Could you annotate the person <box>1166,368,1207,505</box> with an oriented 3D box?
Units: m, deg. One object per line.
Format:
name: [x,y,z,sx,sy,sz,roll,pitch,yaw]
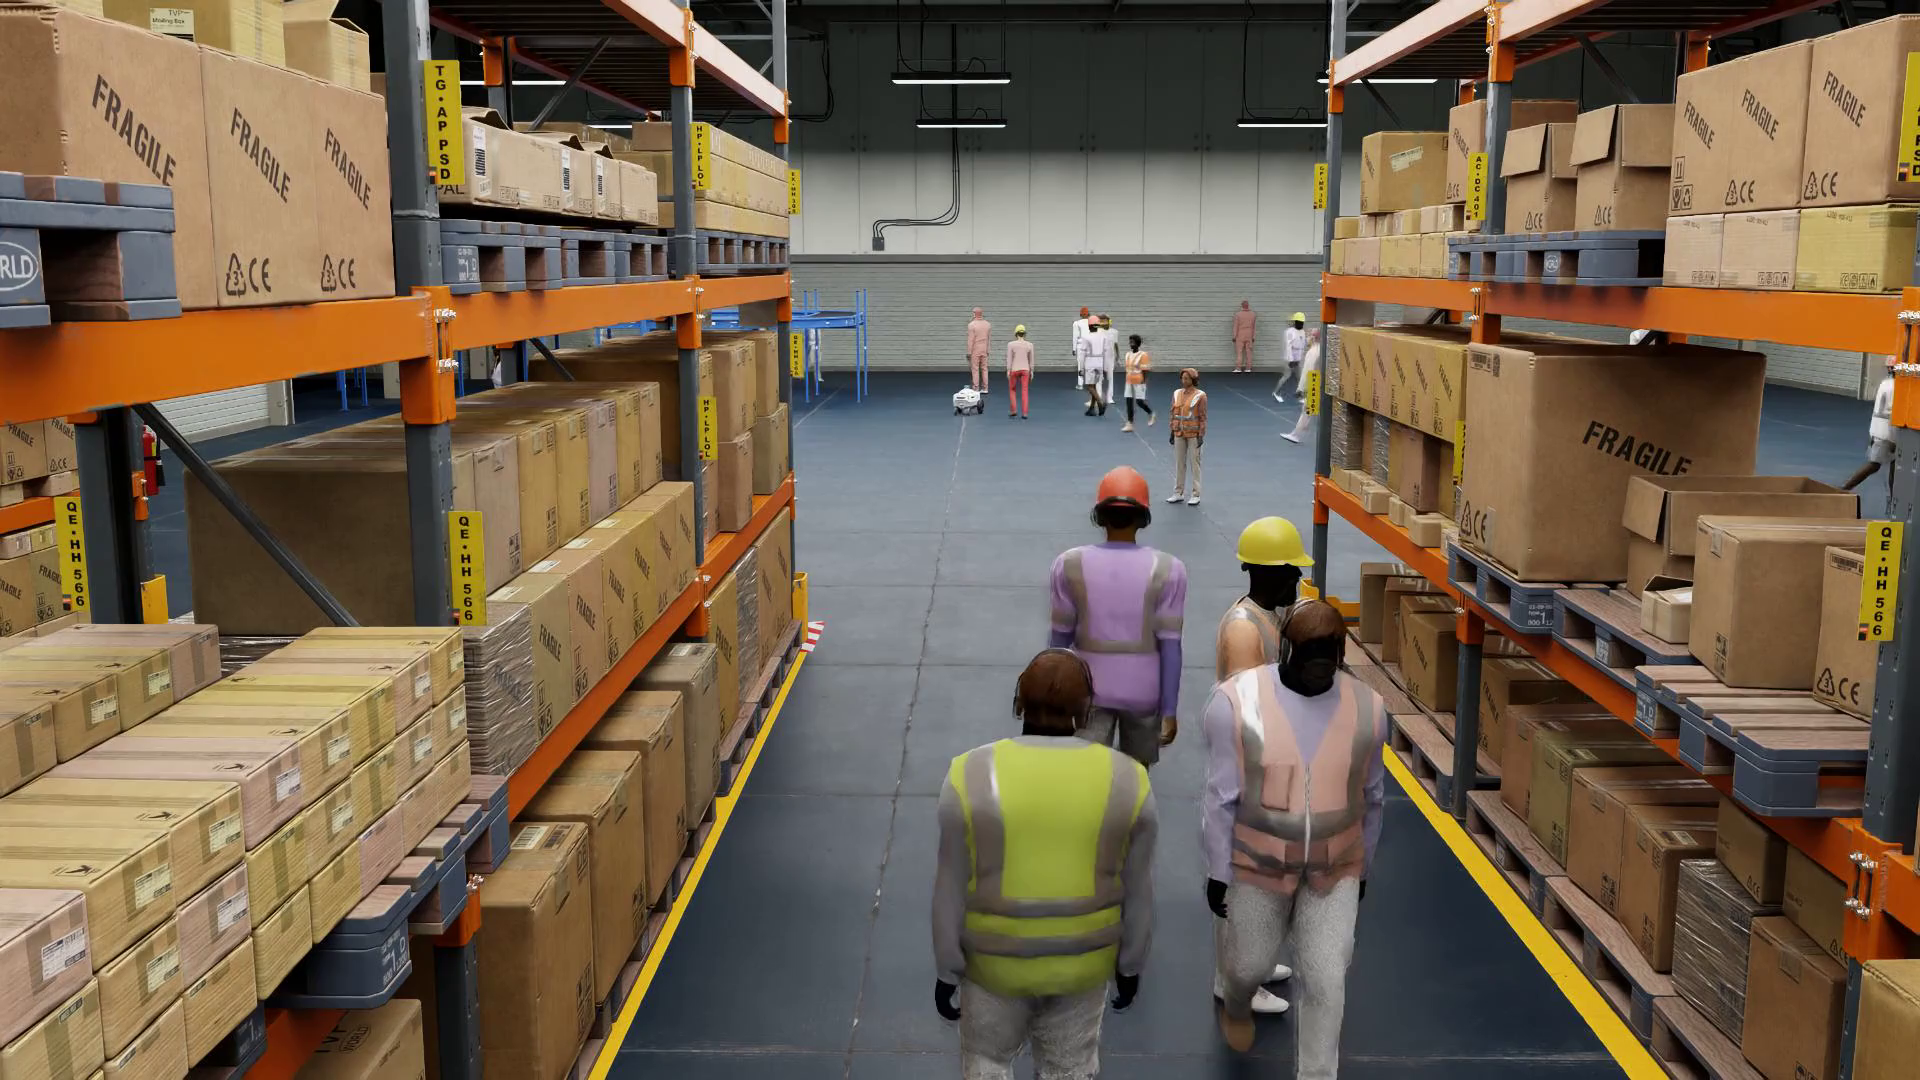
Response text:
person: [2.746,-1.255,20.055,0.514,1.643,0.307,9,13,43]

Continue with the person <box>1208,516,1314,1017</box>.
person: [1.171,0.861,6.526,0.375,1.929,0.585,3,10,16]

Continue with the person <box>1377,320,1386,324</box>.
person: [9.329,-4.116,37.242,0.535,1.621,0.499,-5,11,-29]

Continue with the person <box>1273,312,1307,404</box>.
person: [6.896,-3.776,34.441,0.585,1.891,0.937,-6,11,-34]

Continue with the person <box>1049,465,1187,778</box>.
person: [0.678,0.683,7.384,0.615,2.013,0.899,2,10,13]

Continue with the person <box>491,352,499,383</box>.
person: [-8.269,-3.015,29.937,0.328,1.865,0.520,3,10,17]

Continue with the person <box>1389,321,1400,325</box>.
person: [6.371,-2.237,24.779,0.623,2.029,0.506,-9,13,-42]

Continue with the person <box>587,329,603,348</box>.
person: [-8.673,-4.693,39.812,0.762,1.923,0.618,1,10,5]

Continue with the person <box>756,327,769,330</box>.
person: [-3.623,-3.246,31.309,0.630,1.887,0.982,2,10,10]

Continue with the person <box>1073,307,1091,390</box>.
person: [2.864,-4.404,38.199,0.576,1.881,0.354,-2,10,-10]

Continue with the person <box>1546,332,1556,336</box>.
person: [8.977,-2.253,25.446,0.505,1.839,0.344,5,11,29]

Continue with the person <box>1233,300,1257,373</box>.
person: [7.484,-5.354,43.840,0.646,1.904,0.401,-3,10,-19]

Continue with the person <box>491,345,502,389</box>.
person: [-6.338,-1.927,23.257,0.375,1.916,0.598,-5,11,-27]

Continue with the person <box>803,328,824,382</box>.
person: [-3.605,-4.687,40.667,0.531,1.621,0.526,7,12,36]

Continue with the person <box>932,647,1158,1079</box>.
person: [0.237,1.207,4.773,0.641,1.822,0.447,-1,10,-5]

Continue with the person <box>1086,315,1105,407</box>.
person: [2.734,-3.636,33.721,0.429,1.843,0.627,2,10,10]

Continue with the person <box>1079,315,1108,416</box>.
person: [2.565,-3.276,31.375,0.552,1.914,0.807,-5,11,-29]

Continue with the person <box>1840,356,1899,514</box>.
person: [10.633,-1.240,19.256,0.908,1.899,0.559,4,10,21]

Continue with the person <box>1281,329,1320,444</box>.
person: [5.571,-2.408,26.319,0.980,1.853,0.653,5,10,25]

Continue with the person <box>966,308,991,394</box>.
person: [0.381,-4.167,36.707,0.652,1.906,0.402,-9,13,-42]

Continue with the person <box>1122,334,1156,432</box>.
person: [3.077,-2.710,28.651,0.574,1.686,0.537,-8,12,-39]

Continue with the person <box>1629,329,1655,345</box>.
person: [13.925,-3.687,34.058,0.601,1.828,0.404,-2,10,-13]

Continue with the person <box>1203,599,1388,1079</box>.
person: [1.114,1.064,5.647,0.622,1.819,0.751,0,9,1]

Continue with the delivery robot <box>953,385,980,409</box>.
delivery robot: [0.129,-2.728,31.976,0.477,0.478,0.707,3,10,19]

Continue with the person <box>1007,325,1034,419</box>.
person: [1.122,-3.155,31.191,0.542,1.720,0.699,-2,10,-12]

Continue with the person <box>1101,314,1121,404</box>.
person: [3.041,-3.773,34.537,0.563,1.844,0.636,-2,10,-10]
